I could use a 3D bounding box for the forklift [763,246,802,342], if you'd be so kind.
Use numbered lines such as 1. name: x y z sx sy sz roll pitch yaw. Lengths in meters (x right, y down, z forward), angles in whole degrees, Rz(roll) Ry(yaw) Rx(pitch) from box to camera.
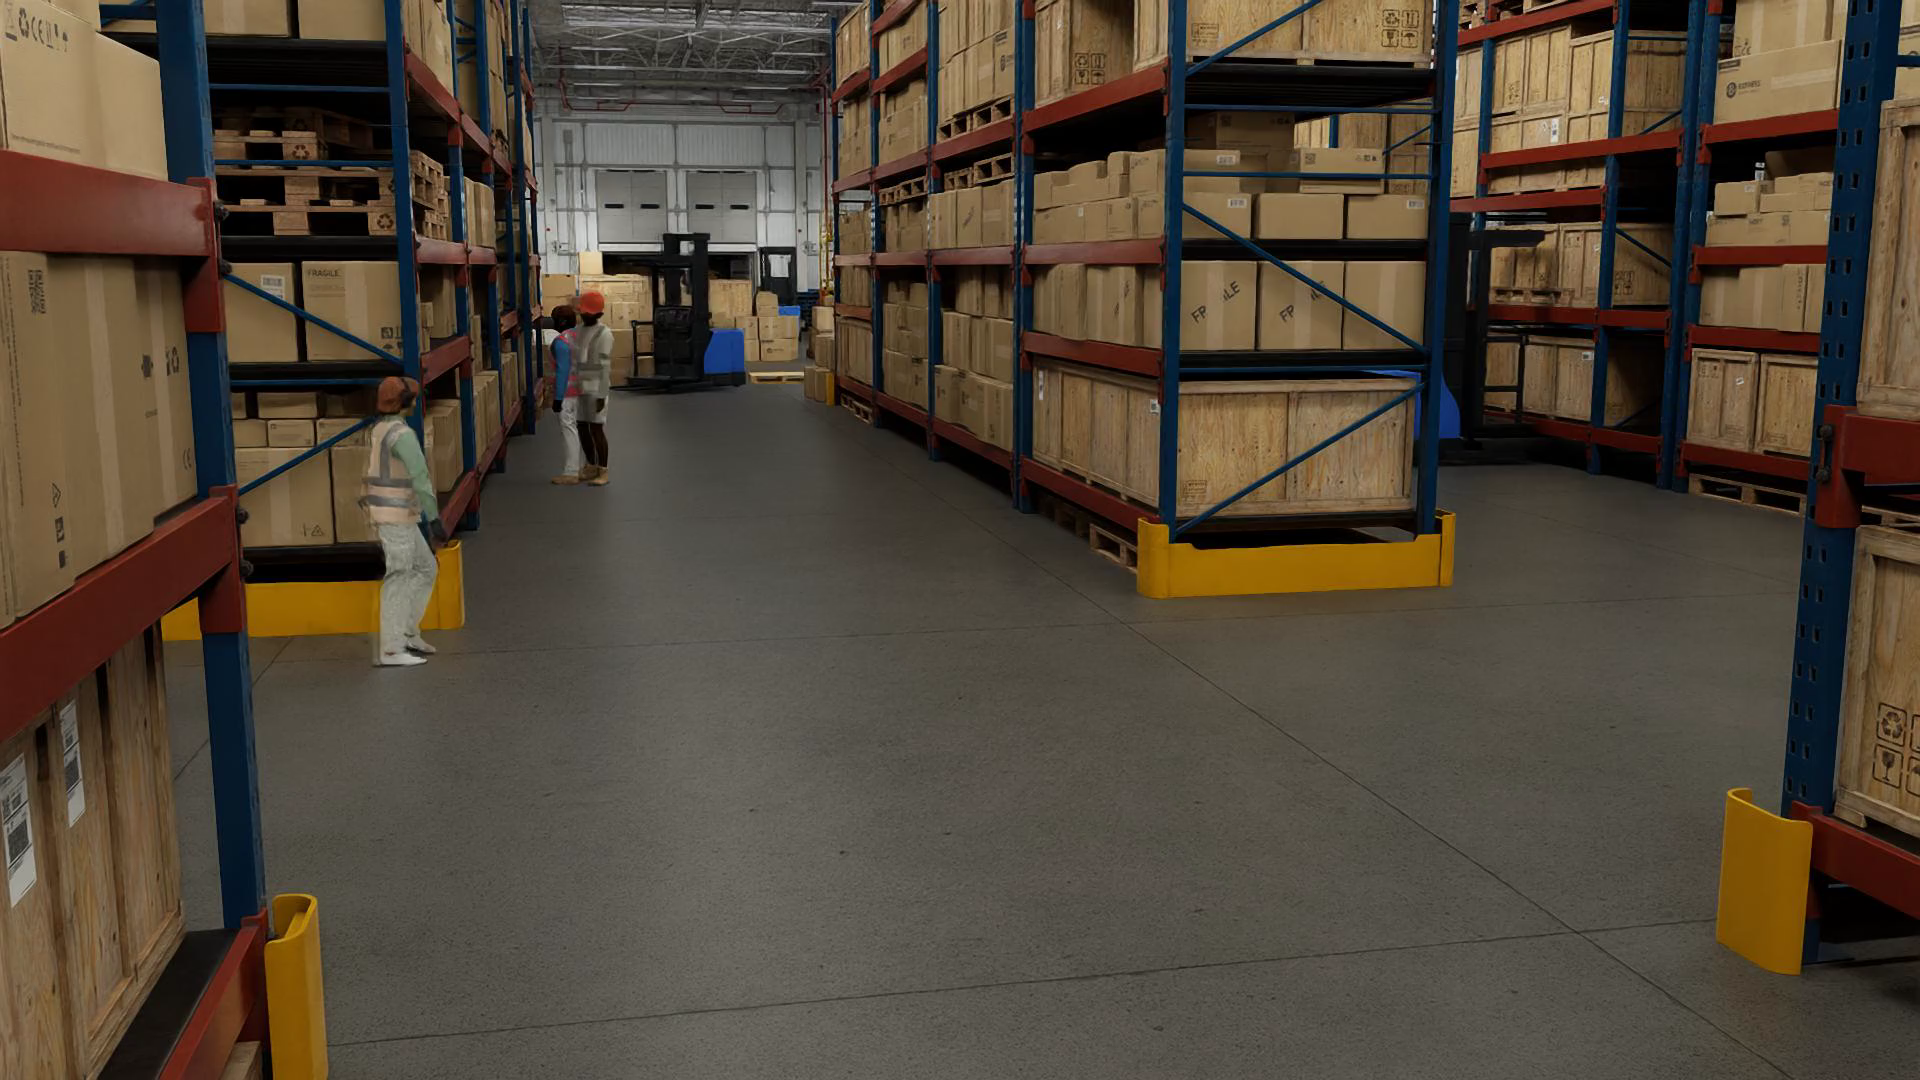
1. forklift: -5.328 -7.287 49.237 1.129 2.768 1.873 -2 10 -12

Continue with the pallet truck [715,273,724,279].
1. pallet truck: -8.580 -8.986 62.280 1.885 1.965 0.823 1 9 5

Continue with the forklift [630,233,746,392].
1. forklift: -4.889 -4.125 29.967 1.129 2.768 1.873 8 12 40

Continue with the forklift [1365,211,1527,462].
1. forklift: 5.354 -2.303 18.863 1.873 2.768 1.129 -2 10 -12

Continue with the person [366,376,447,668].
1. person: -3.069 -0.098 9.269 0.486 1.618 0.560 -5 11 -29

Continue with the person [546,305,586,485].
1. person: -4.013 -1.482 17.036 0.429 1.838 0.622 2 9 10

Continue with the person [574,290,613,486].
1. person: -3.747 -1.529 16.852 0.403 2.003 0.700 -9 13 -42
